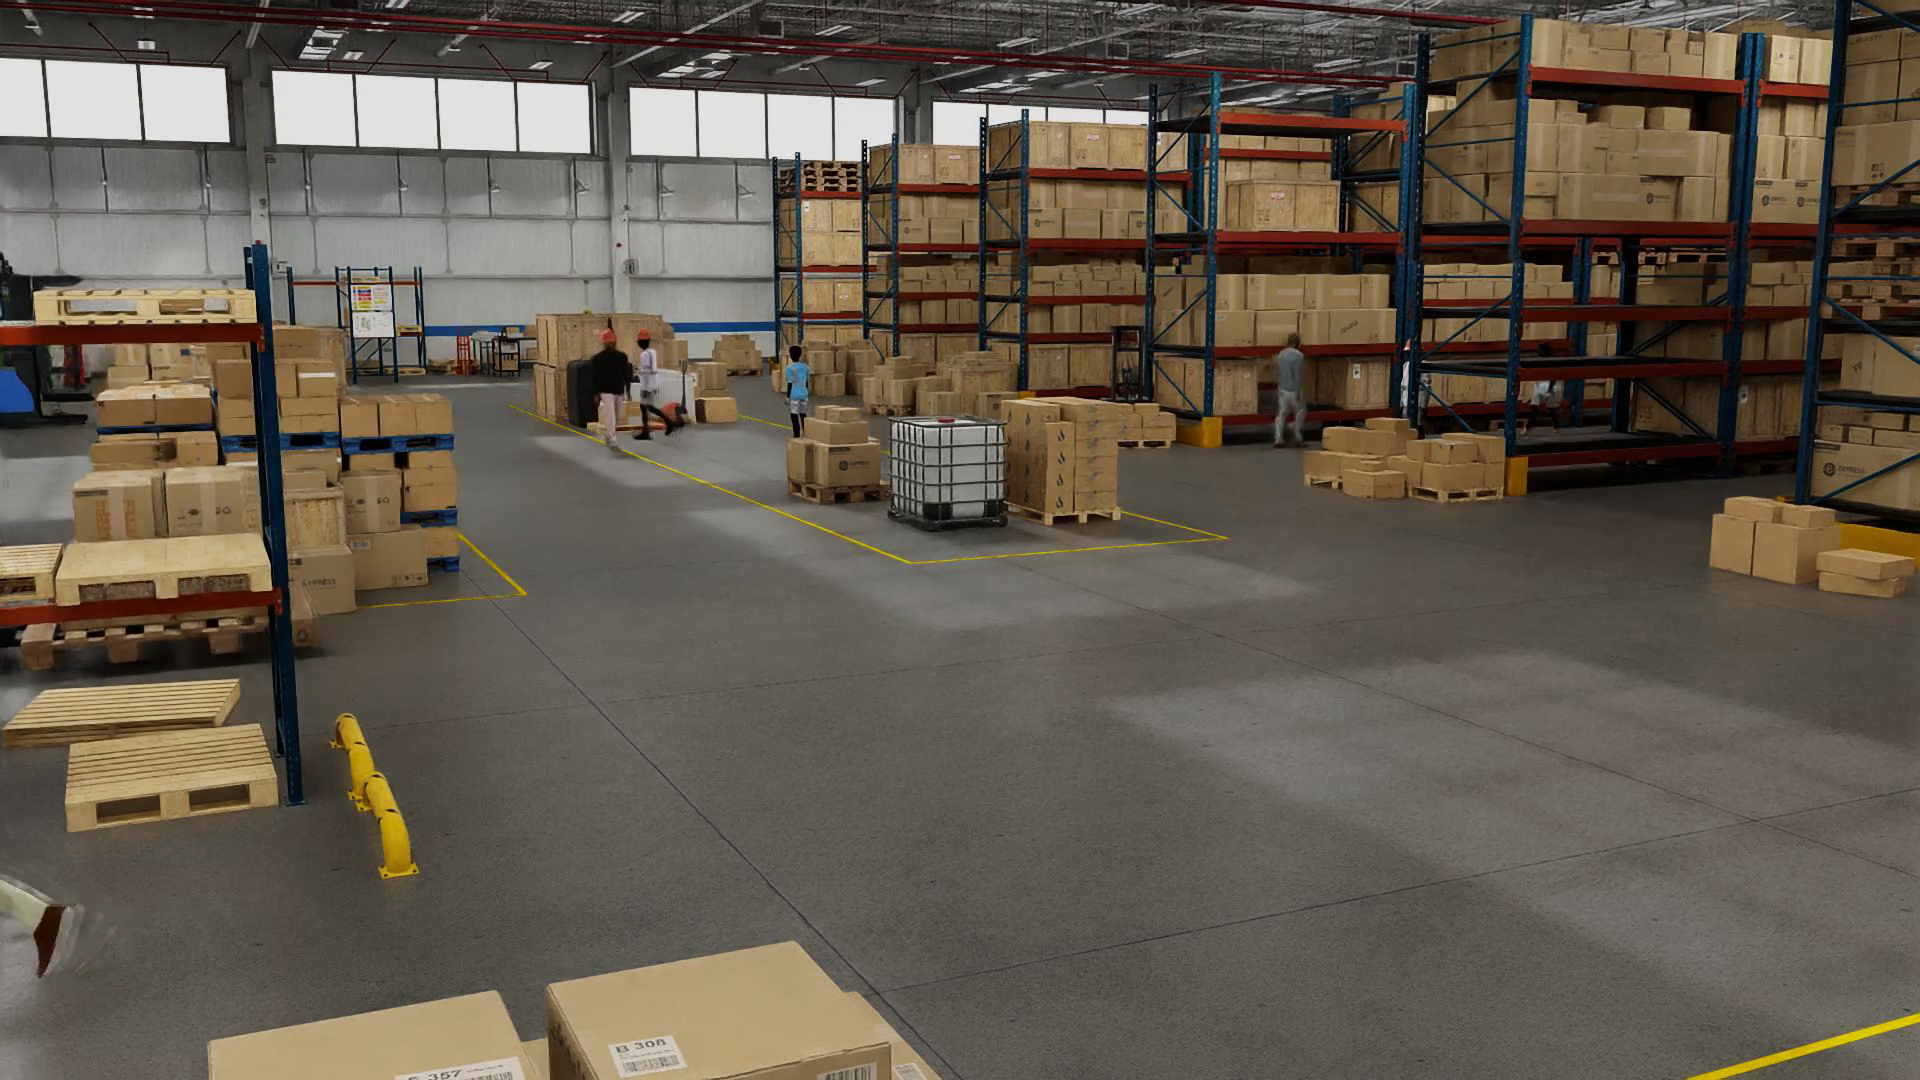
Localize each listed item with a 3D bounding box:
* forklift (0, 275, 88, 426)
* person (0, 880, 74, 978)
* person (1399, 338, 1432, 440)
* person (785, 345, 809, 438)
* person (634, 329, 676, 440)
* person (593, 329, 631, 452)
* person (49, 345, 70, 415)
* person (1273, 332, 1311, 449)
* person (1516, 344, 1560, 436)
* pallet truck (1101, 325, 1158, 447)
[{"bbox_3d":[-17.437,-3.527,30.970,1.873,2.768,1.129,-4,10,-25],"label":"forklift"},{"bbox_3d":[-3.987,0.939,6.472,0.785,1.847,0.526,-5,10,-27],"label":"person"},{"bbox_3d":[6.656,-2.008,24.462,0.371,1.935,0.551,-5,10,-27],"label":"person"},{"bbox_3d":[-2.679,-2.347,27.298,0.317,1.699,0.540,6,11,33],"label":"person"},{"bbox_3d":[-5.292,-2.668,28.604,0.631,1.923,0.550,1,9,7],"label":"person"},{"bbox_3d":[-5.666,-2.427,26.940,0.611,1.979,0.713,-7,11,-35],"label":"person"},{"bbox_3d":[-17.981,-3.397,33.122,0.377,1.931,0.627,-4,10,-22],"label":"person"},{"bbox_3d":[5.464,-2.432,27.180,0.778,1.907,0.669,-4,10,-24],"label":"person"},{"bbox_3d":[10.112,-2.571,28.848,0.861,1.647,0.544,-4,10,-21],"label":"person"},{"bbox_3d":[2.881,-2.596,27.923,0.823,1.965,1.885,-1,9,-7],"label":"pallet truck"}]
